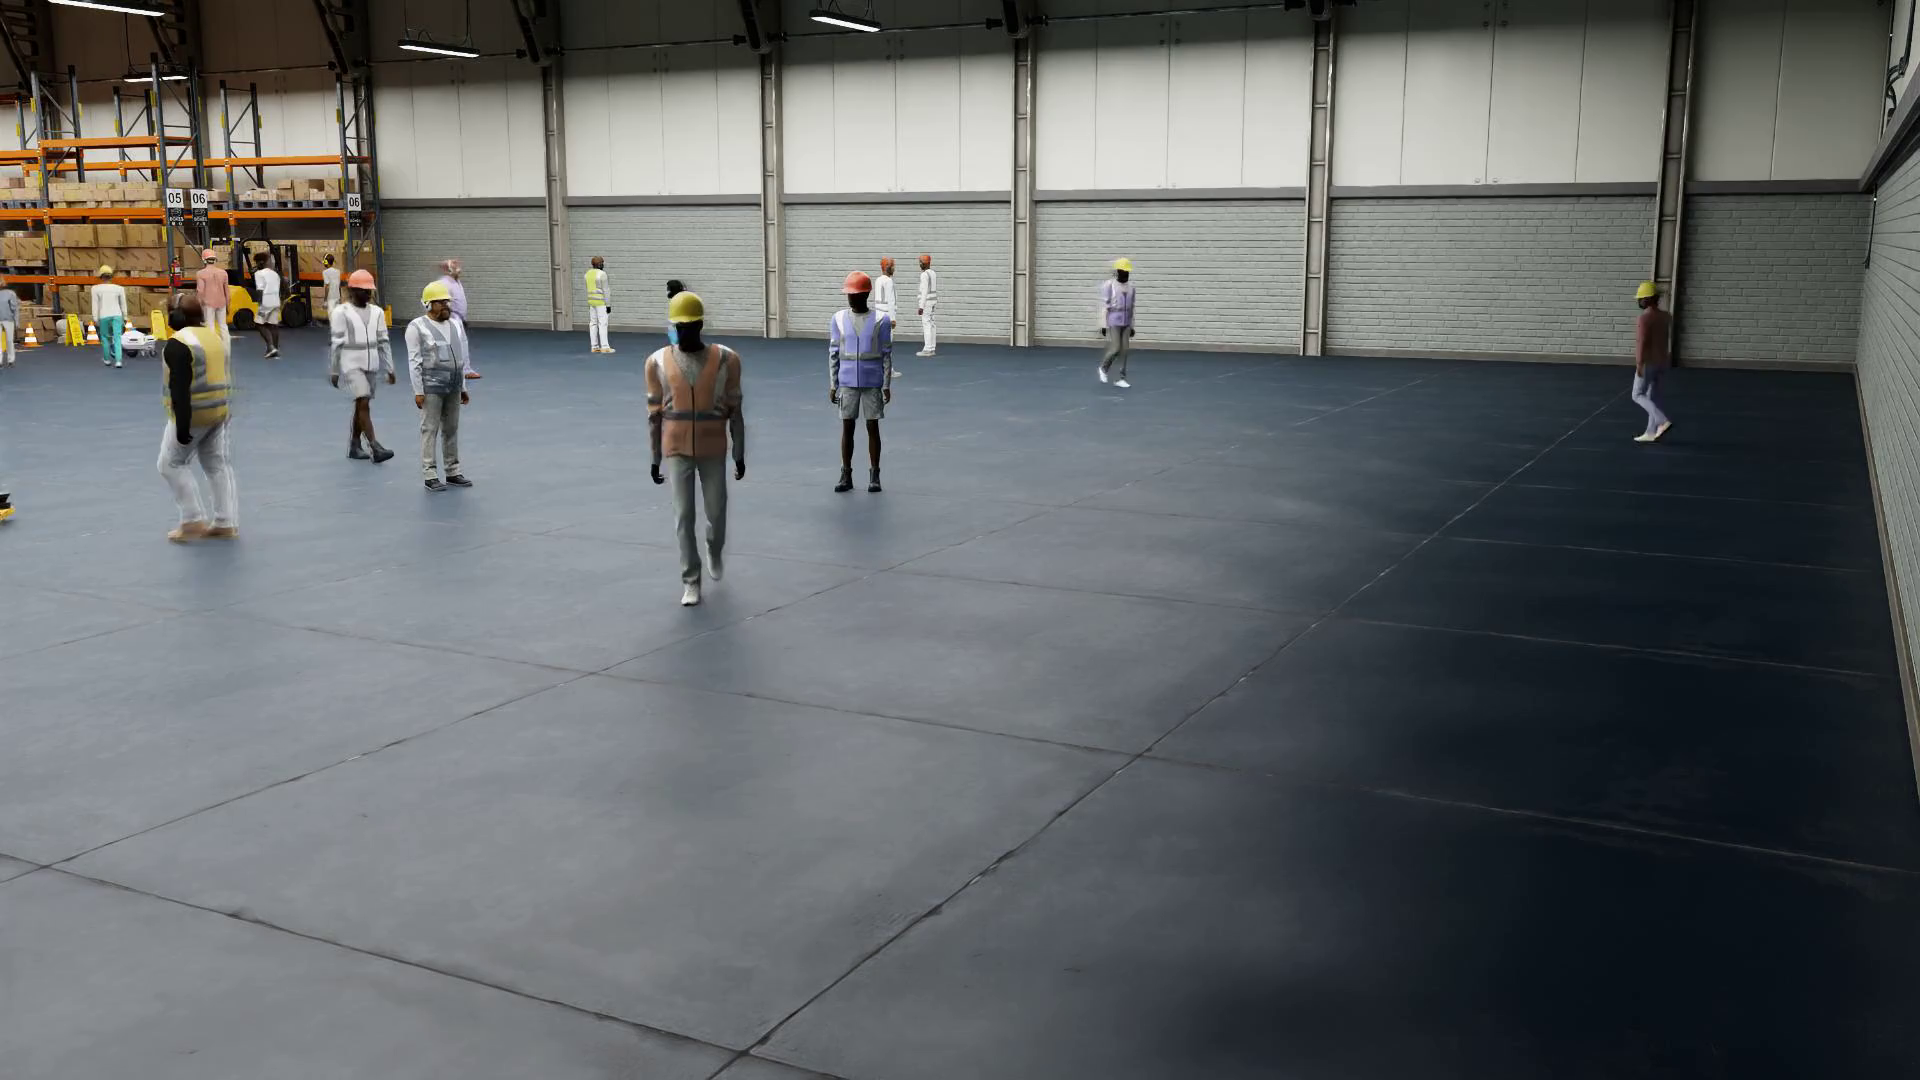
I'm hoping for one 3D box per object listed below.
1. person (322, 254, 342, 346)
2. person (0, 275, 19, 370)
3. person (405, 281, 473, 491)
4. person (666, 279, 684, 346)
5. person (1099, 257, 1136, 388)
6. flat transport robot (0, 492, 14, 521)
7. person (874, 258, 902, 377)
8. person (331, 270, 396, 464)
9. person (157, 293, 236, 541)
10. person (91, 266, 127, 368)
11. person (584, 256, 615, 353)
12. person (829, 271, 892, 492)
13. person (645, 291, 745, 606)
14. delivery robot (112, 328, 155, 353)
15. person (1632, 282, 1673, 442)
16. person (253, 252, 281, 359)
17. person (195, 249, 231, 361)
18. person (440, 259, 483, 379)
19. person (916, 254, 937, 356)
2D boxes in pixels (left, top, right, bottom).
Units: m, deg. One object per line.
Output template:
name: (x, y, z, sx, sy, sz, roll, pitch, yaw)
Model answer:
person: (-12.737, -4.863, 33.732, 0.309, 1.868, 0.535, 3, 11, 17)
person: (-16.006, -3.637, 27.790, 0.520, 1.579, 0.845, -4, 11, -22)
person: (-4.590, -1.359, 14.713, 0.404, 1.837, 0.592, 6, 12, 30)
person: (-3.632, -2.632, 22.127, 0.777, 1.671, 0.536, 0, 10, 2)
person: (2.340, -3.206, 24.562, 0.603, 1.911, 0.504, -7, 12, -33)
flat transport robot: (-8.119, -0.209, 12.715, 1.431, 0.197, 0.652, -3, 11, -18)
person: (-1.167, -3.527, 26.407, 0.354, 1.882, 0.572, -5, 11, -24)
person: (-5.849, -1.705, 16.438, 0.951, 1.888, 0.566, 8, 13, 36)
person: (-5.641, -0.890, 12.196, 0.561, 1.821, 0.654, 1, 10, 6)
person: (-14.478, -3.798, 28.323, 0.542, 1.715, 0.932, -7, 12, -33)
person: (-6.882, -4.494, 31.787, 0.628, 1.846, 0.429, 8, 13, 38)
person: (-0.873, -1.377, 14.538, 0.551, 1.933, 0.365, 1, 10, 6)
person: (-1.625, -0.574, 10.235, 0.599, 1.906, 0.588, -1, 10, -5)
delivery robot: (-15.092, -3.638, 30.379, 0.707, 0.478, 0.477, 2, 11, 11)
person: (7.477, -1.901, 17.920, 0.550, 1.743, 0.499, -6, 12, -32)
person: (-12.582, -4.248, 30.179, 0.467, 1.936, 0.657, 3, 11, 16)
person: (-13.329, -4.183, 29.677, 0.396, 1.992, 0.622, 7, 13, 34)
person: (-7.993, -3.455, 26.043, 0.889, 1.880, 0.640, -1, 10, -5)
person: (-0.619, -4.383, 31.069, 0.355, 1.886, 0.573, 4, 11, 20)
